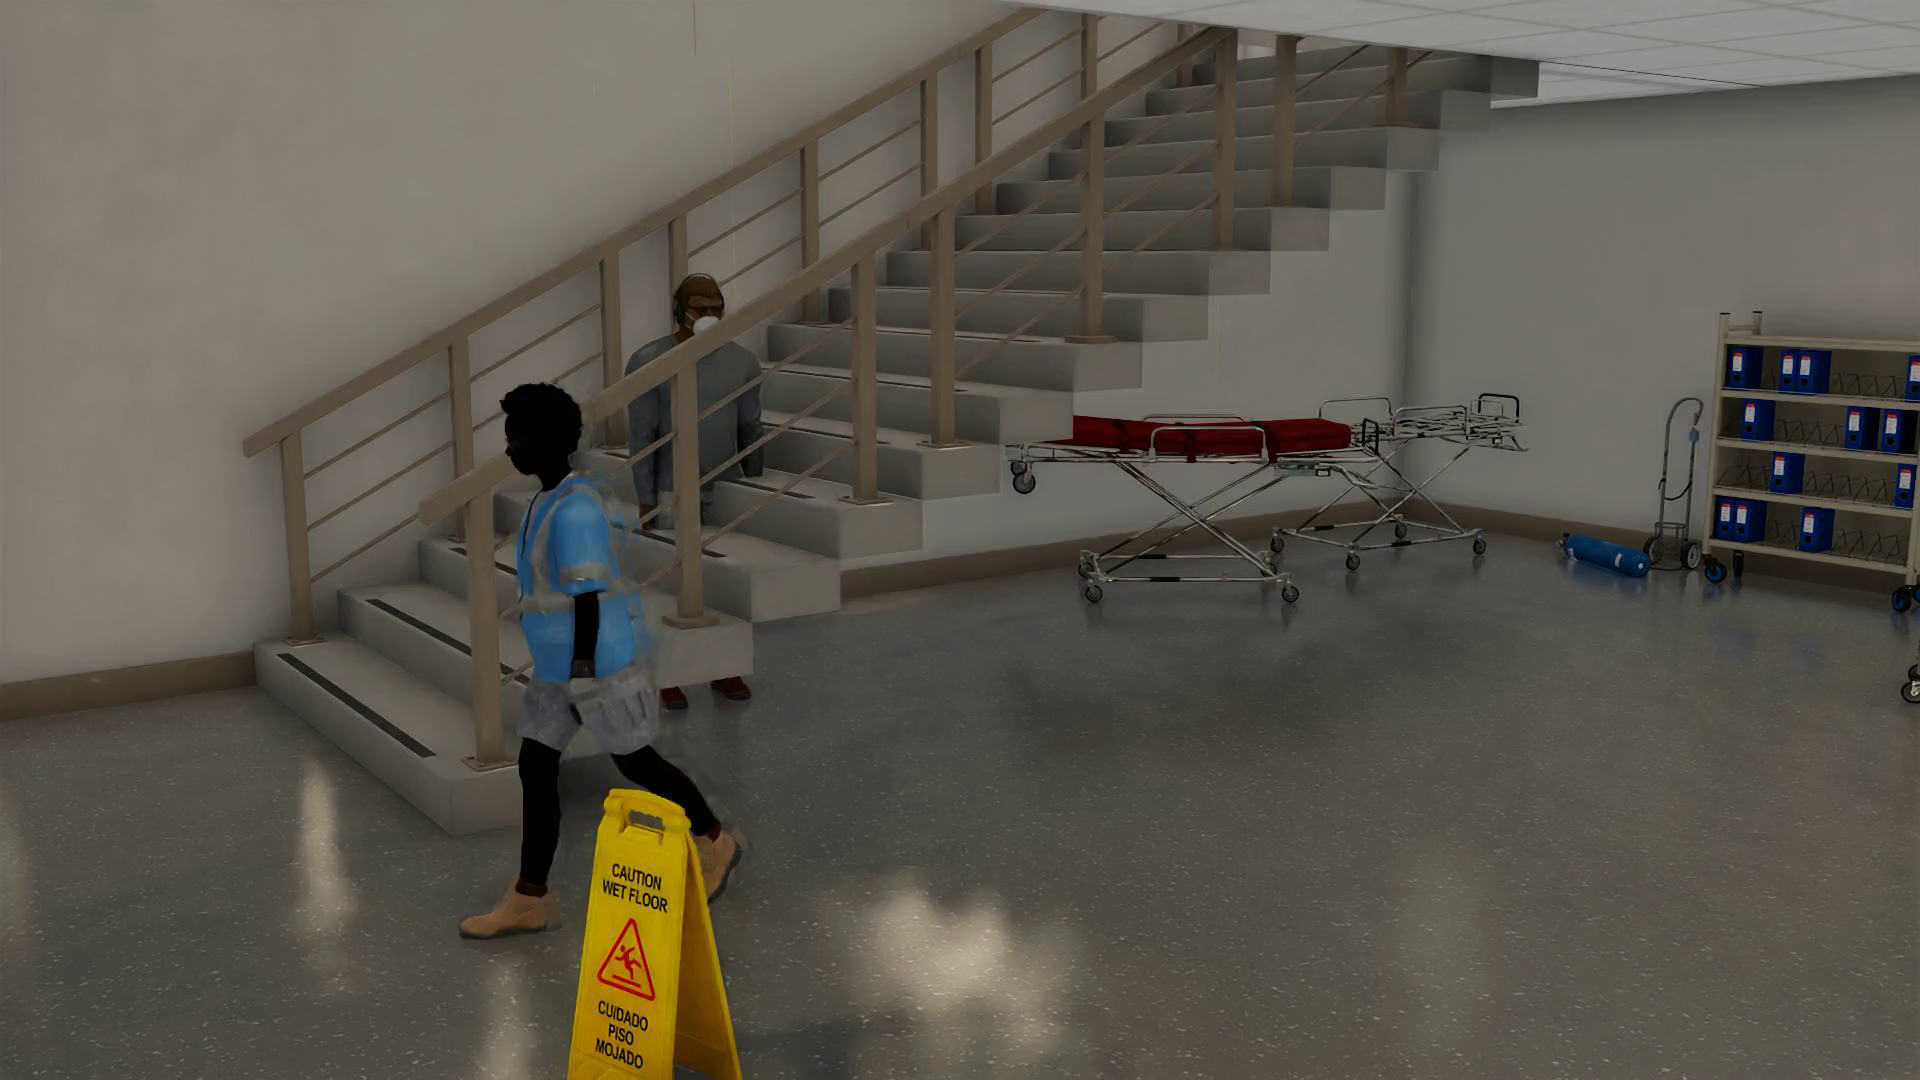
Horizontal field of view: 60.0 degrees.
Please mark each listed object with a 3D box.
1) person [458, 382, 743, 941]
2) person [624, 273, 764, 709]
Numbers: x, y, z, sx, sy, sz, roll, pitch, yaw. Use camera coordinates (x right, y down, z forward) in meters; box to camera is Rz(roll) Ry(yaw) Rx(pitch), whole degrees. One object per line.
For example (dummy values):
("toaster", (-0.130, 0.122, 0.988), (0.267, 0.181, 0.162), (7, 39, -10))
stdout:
("person", (-1.059, 0.348, 4.976), (0.854, 1.654, 0.584), (-5, 11, -26))
("person", (-1.166, -0.214, 7.412), (0.622, 1.931, 0.366), (-5, 11, -26))
